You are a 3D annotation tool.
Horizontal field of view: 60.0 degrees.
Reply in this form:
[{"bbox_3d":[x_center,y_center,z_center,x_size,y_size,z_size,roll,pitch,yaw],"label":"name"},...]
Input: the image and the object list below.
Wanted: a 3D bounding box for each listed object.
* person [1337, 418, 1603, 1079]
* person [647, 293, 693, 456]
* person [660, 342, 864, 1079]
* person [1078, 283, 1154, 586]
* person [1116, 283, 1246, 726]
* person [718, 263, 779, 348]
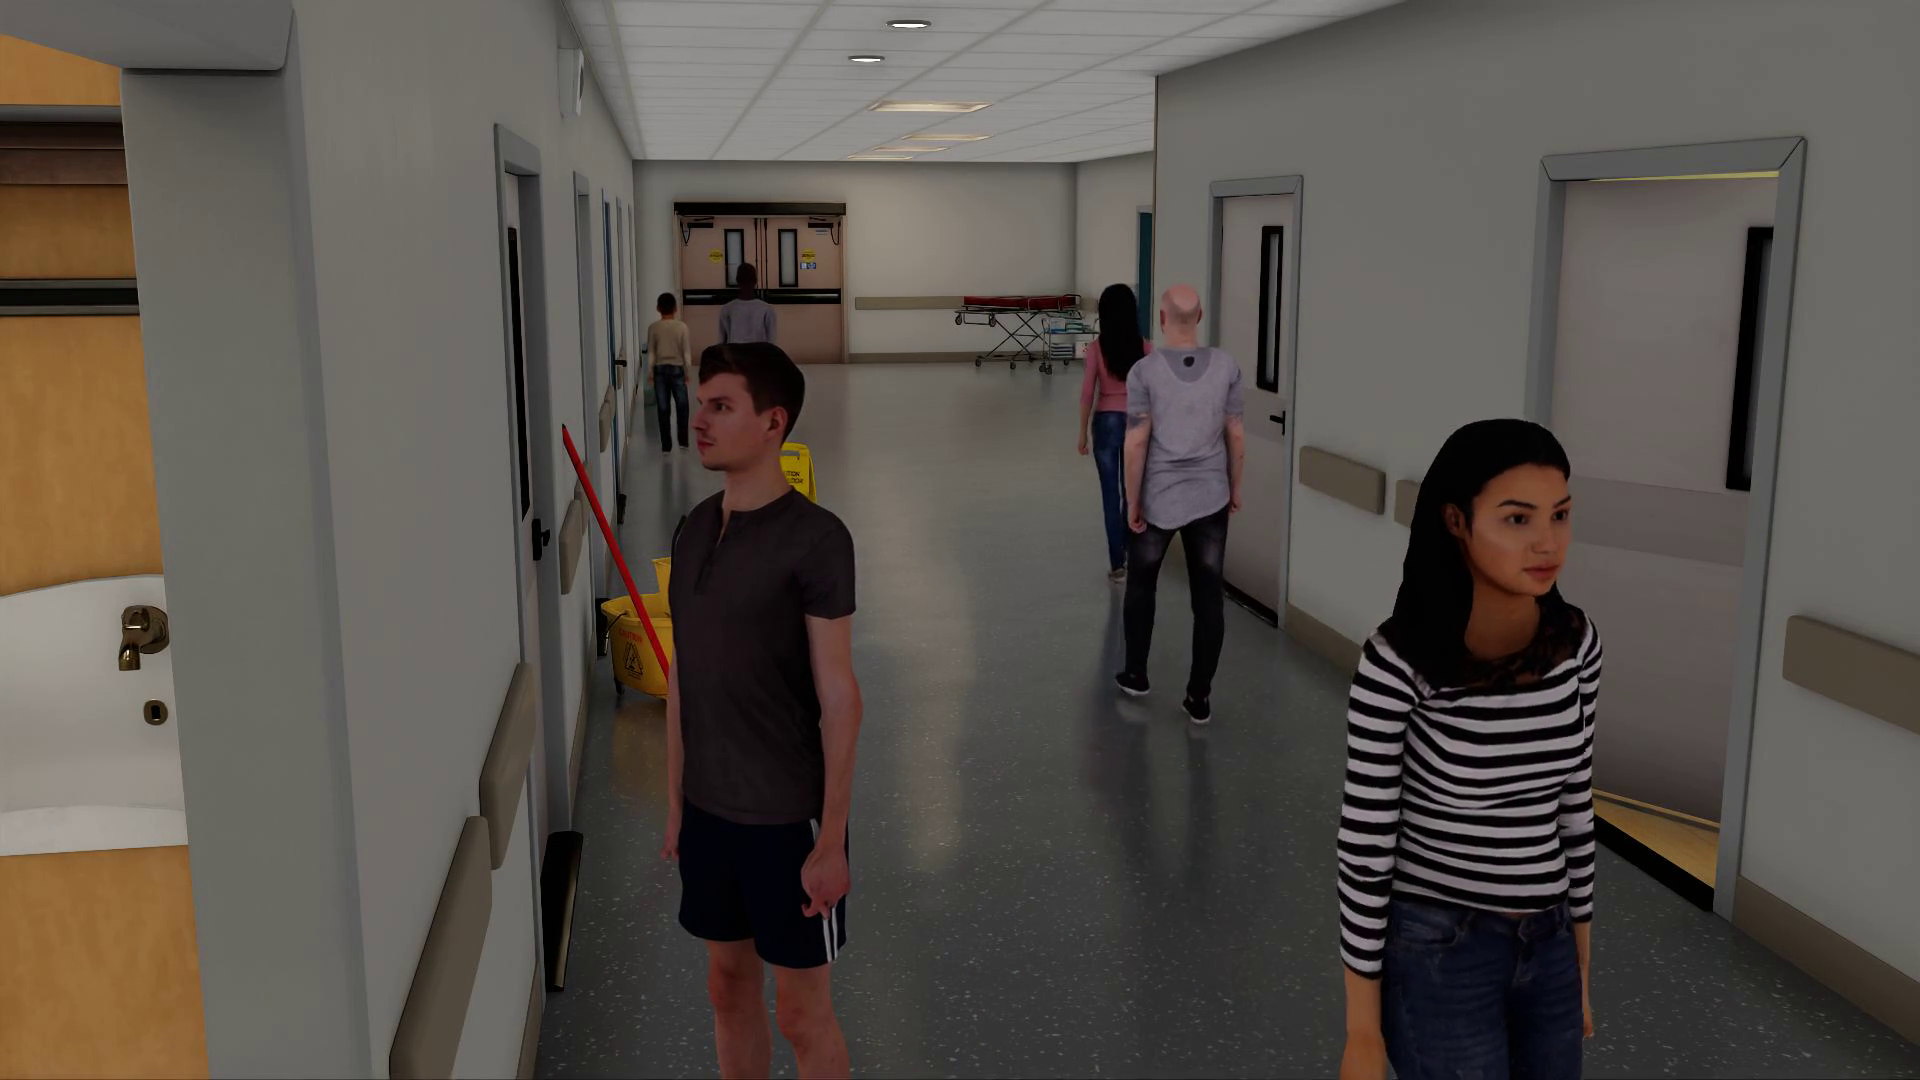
[{"bbox_3d":[0.748,0.692,2.637,0.723,1.769,0.933,-4,12,-22],"label":"person"},{"bbox_3d":[-2.624,-1.481,14.983,0.542,1.453,0.625,-2,11,-11],"label":"person"},{"bbox_3d":[-0.386,0.535,3.291,0.701,1.851,0.794,9,14,41],"label":"person"},{"bbox_3d":[0.933,-0.602,9.587,0.592,1.738,0.584,-1,11,-7],"label":"person"},{"bbox_3d":[0.942,-0.131,6.897,0.758,1.814,0.894,0,11,0],"label":"person"},{"bbox_3d":[-1.661,-1.286,13.100,0.644,1.772,0.559,0,11,-2],"label":"person"}]
